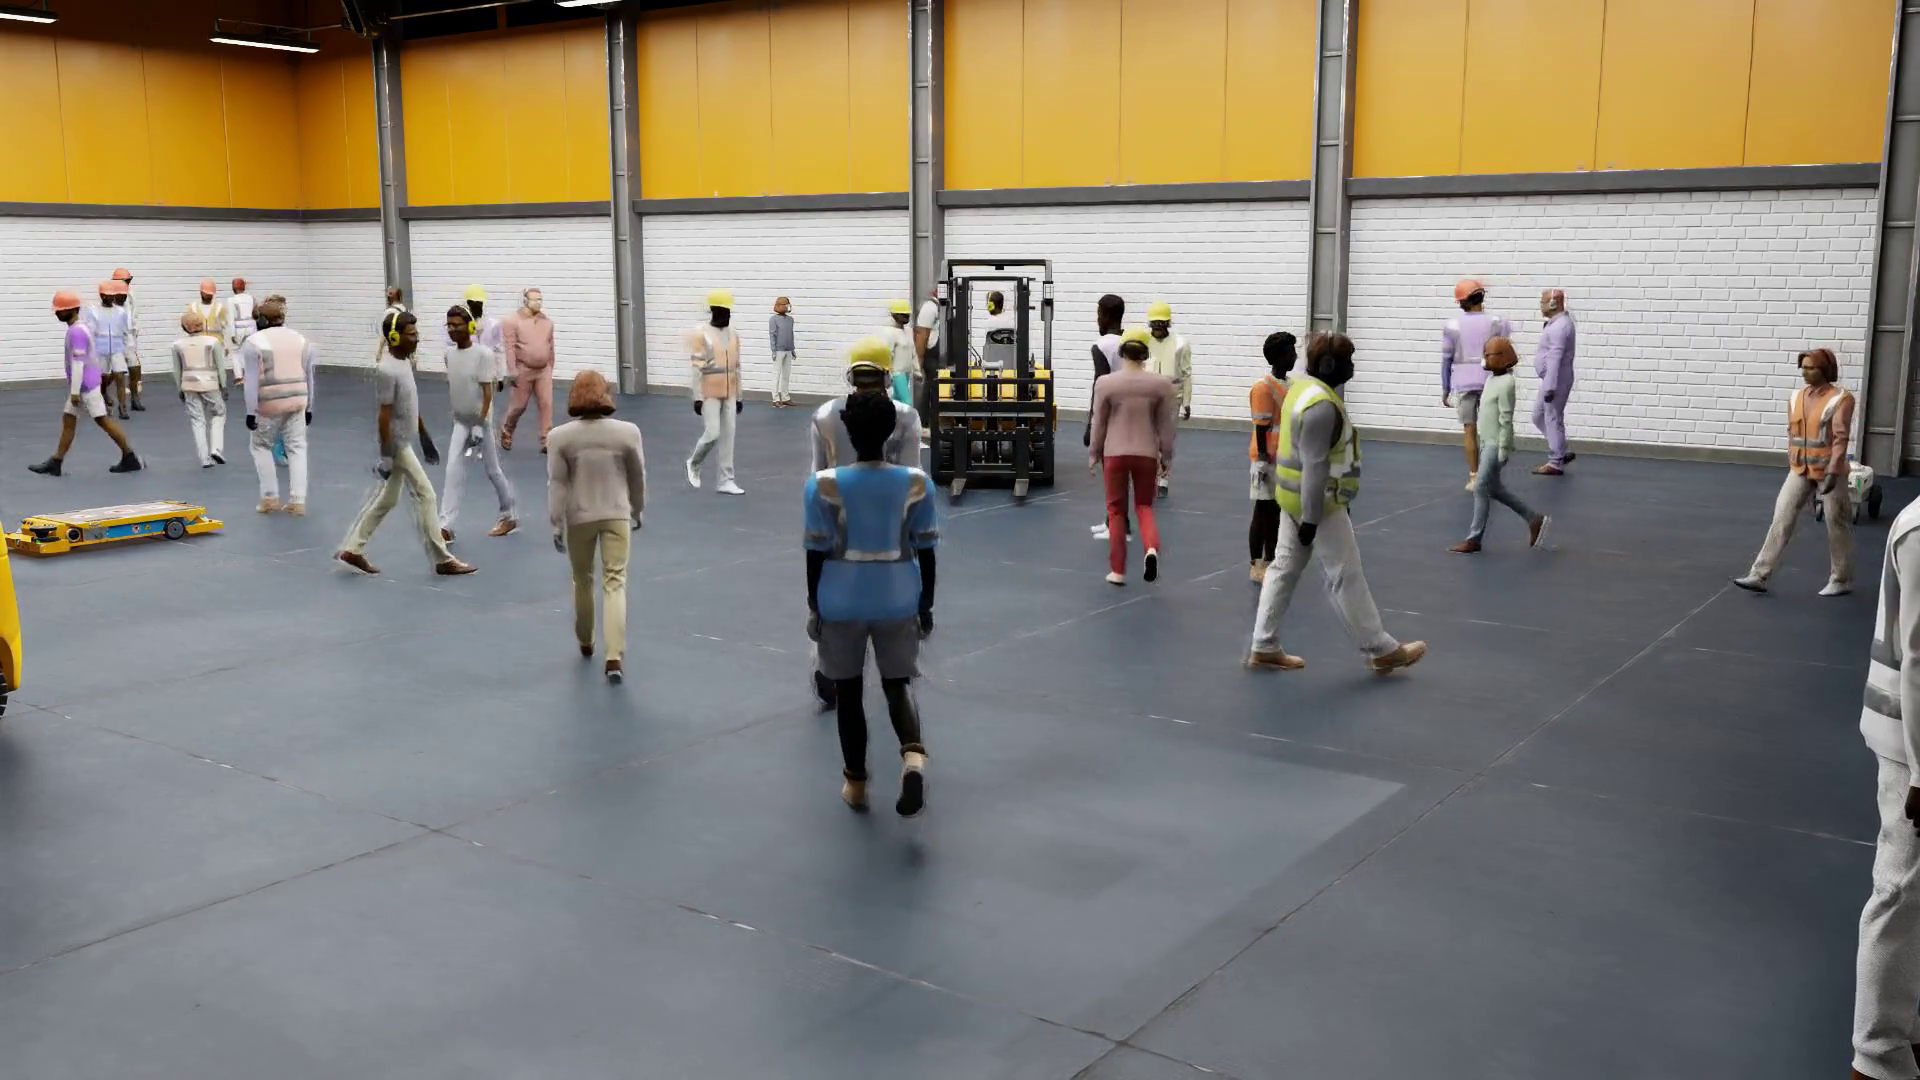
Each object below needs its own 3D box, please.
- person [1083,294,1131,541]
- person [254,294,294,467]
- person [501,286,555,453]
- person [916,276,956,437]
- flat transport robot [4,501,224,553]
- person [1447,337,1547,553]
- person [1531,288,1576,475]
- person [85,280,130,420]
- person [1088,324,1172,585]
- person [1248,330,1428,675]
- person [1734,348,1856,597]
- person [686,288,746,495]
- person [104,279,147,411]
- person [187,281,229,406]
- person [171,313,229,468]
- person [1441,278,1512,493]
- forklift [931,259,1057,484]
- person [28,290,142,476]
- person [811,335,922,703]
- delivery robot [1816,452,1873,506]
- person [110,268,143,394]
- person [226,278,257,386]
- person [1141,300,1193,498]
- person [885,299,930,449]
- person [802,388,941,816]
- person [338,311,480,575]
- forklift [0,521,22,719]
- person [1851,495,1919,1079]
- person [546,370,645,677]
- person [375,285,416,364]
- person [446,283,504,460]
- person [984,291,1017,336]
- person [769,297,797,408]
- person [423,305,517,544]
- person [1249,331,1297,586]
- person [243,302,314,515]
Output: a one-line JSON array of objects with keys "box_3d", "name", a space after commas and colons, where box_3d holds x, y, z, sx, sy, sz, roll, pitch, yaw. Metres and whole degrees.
[{"box_3d": [1.190, -0.946, 12.893, 0.428, 1.916, 0.607, 7, 12, 35], "name": "person"}, {"box_3d": [-7.126, -1.658, 17.416, 0.464, 1.816, 0.576, 3, 10, 17], "name": "person"}, {"box_3d": [-4.861, -1.907, 18.709, 0.645, 1.883, 0.822, -8, 13, -40], "name": "person"}, {"box_3d": [-0.180, -2.255, 20.295, 0.894, 2.000, 0.713, 3, 10, 20], "name": "person"}, {"box_3d": [-6.530, -0.116, 12.817, 0.652, 0.197, 1.431, 7, 12, 35], "name": "flat transport robot"}, {"box_3d": [3.997, -0.695, 12.267, 0.684, 1.610, 0.510, 1, 10, 4], "name": "person"}, {"box_3d": [5.976, -1.593, 16.789, 0.423, 1.887, 0.679, 4, 10, 21], "name": "person"}, {"box_3d": [-11.705, -2.613, 22.841, 0.554, 1.907, 0.934, -7, 12, -37], "name": "person"}, {"box_3d": [1.135, -0.548, 11.015, 0.540, 1.751, 0.465, -1, 10, -7], "name": "person"}, {"box_3d": [1.971, -0.183, 8.679, 0.932, 1.799, 0.627, 0, 10, -1], "name": "person"}, {"box_3d": [5.413, -0.410, 10.622, 0.830, 1.601, 0.533, -4, 10, -22], "name": "person"}, {"box_3d": [-2.263, -1.370, 15.392, 0.554, 1.913, 0.614, 8, 12, 38], "name": "person"}, {"box_3d": [-12.172, -2.802, 23.981, 0.764, 1.909, 0.566, 5, 11, 27], "name": "person"}, {"box_3d": [-11.275, -2.944, 24.939, 0.569, 1.872, 1.059, -3, 10, -16], "name": "person"}, {"box_3d": [-7.939, -1.565, 17.408, 0.543, 1.615, 0.380, -1, 10, -8], "name": "person"}, {"box_3d": [4.823, -1.444, 15.584, 0.658, 2.002, 0.494, 3, 10, 15], "name": "person"}, {"box_3d": [0.370, -1.738, 16.759, 1.214, 2.155, 2.313, 1, 10, 3], "name": "forklift"}, {"box_3d": [-8.829, -1.573, 16.736, 1.028, 1.876, 0.558, -5, 11, -29], "name": "person"}, {"box_3d": [-0.476, -0.106, 8.222, 0.603, 1.806, 0.842, 3, 10, 18], "name": "person"}, {"box_3d": [7.416, -0.492, 13.931, 0.477, 0.478, 0.707, 7, 12, 35], "name": "delivery robot"}, {"box_3d": [-13.562, -3.392, 27.060, 0.377, 2.044, 0.608, -3, 10, -15], "name": "person"}, {"box_3d": [-12.319, -3.552, 28.552, 0.619, 1.866, 0.597, 7, 12, 38], "name": "person"}, {"box_3d": [1.824, -1.281, 15.169, 0.586, 1.809, 0.425, 1, 10, 5], "name": "person"}, {"box_3d": [-0.727, -1.926, 19.257, 0.872, 1.728, 0.533, 5, 11, 26], "name": "person"}, {"box_3d": [-0.337, 0.263, 6.370, 0.524, 1.680, 0.582, -2, 10, -14], "name": "person"}, {"box_3d": [-3.850, -0.652, 11.405, 0.953, 1.831, 0.540, -1, 10, -8], "name": "person"}, {"box_3d": [-5.296, -0.090, 6.943, 1.214, 2.155, 2.313, 7, 12, 35], "name": "forklift"}, {"box_3d": [2.473, 0.527, 4.195, 0.353, 1.883, 0.578, 7, 12, 35], "name": "person"}, {"box_3d": [-1.906, -0.094, 8.767, 0.504, 1.595, 0.843, -2, 10, -12], "name": "person"}, {"box_3d": [-7.902, -2.609, 23.085, 0.820, 1.817, 0.512, 2, 10, 14], "name": "person"}, {"box_3d": [-5.207, -1.800, 17.938, 0.606, 1.916, 0.420, -7, 12, -35], "name": "person"}, {"box_3d": [0.526, -1.957, 19.182, 0.548, 1.829, 0.917, -7, 12, -36], "name": "person"}, {"box_3d": [-2.618, -2.779, 24.626, 0.279, 1.633, 0.502, 7, 12, 35], "name": "person"}, {"box_3d": [-3.763, -0.884, 12.787, 0.503, 1.823, 0.963, 4, 10, 21], "name": "person"}, {"box_3d": [2.113, -0.542, 11.116, 0.317, 1.696, 0.537, 7, 12, 35], "name": "person"}, {"box_3d": [-5.820, -1.113, 14.159, 0.625, 1.809, 0.670, 7, 12, 35], "name": "person"}]
